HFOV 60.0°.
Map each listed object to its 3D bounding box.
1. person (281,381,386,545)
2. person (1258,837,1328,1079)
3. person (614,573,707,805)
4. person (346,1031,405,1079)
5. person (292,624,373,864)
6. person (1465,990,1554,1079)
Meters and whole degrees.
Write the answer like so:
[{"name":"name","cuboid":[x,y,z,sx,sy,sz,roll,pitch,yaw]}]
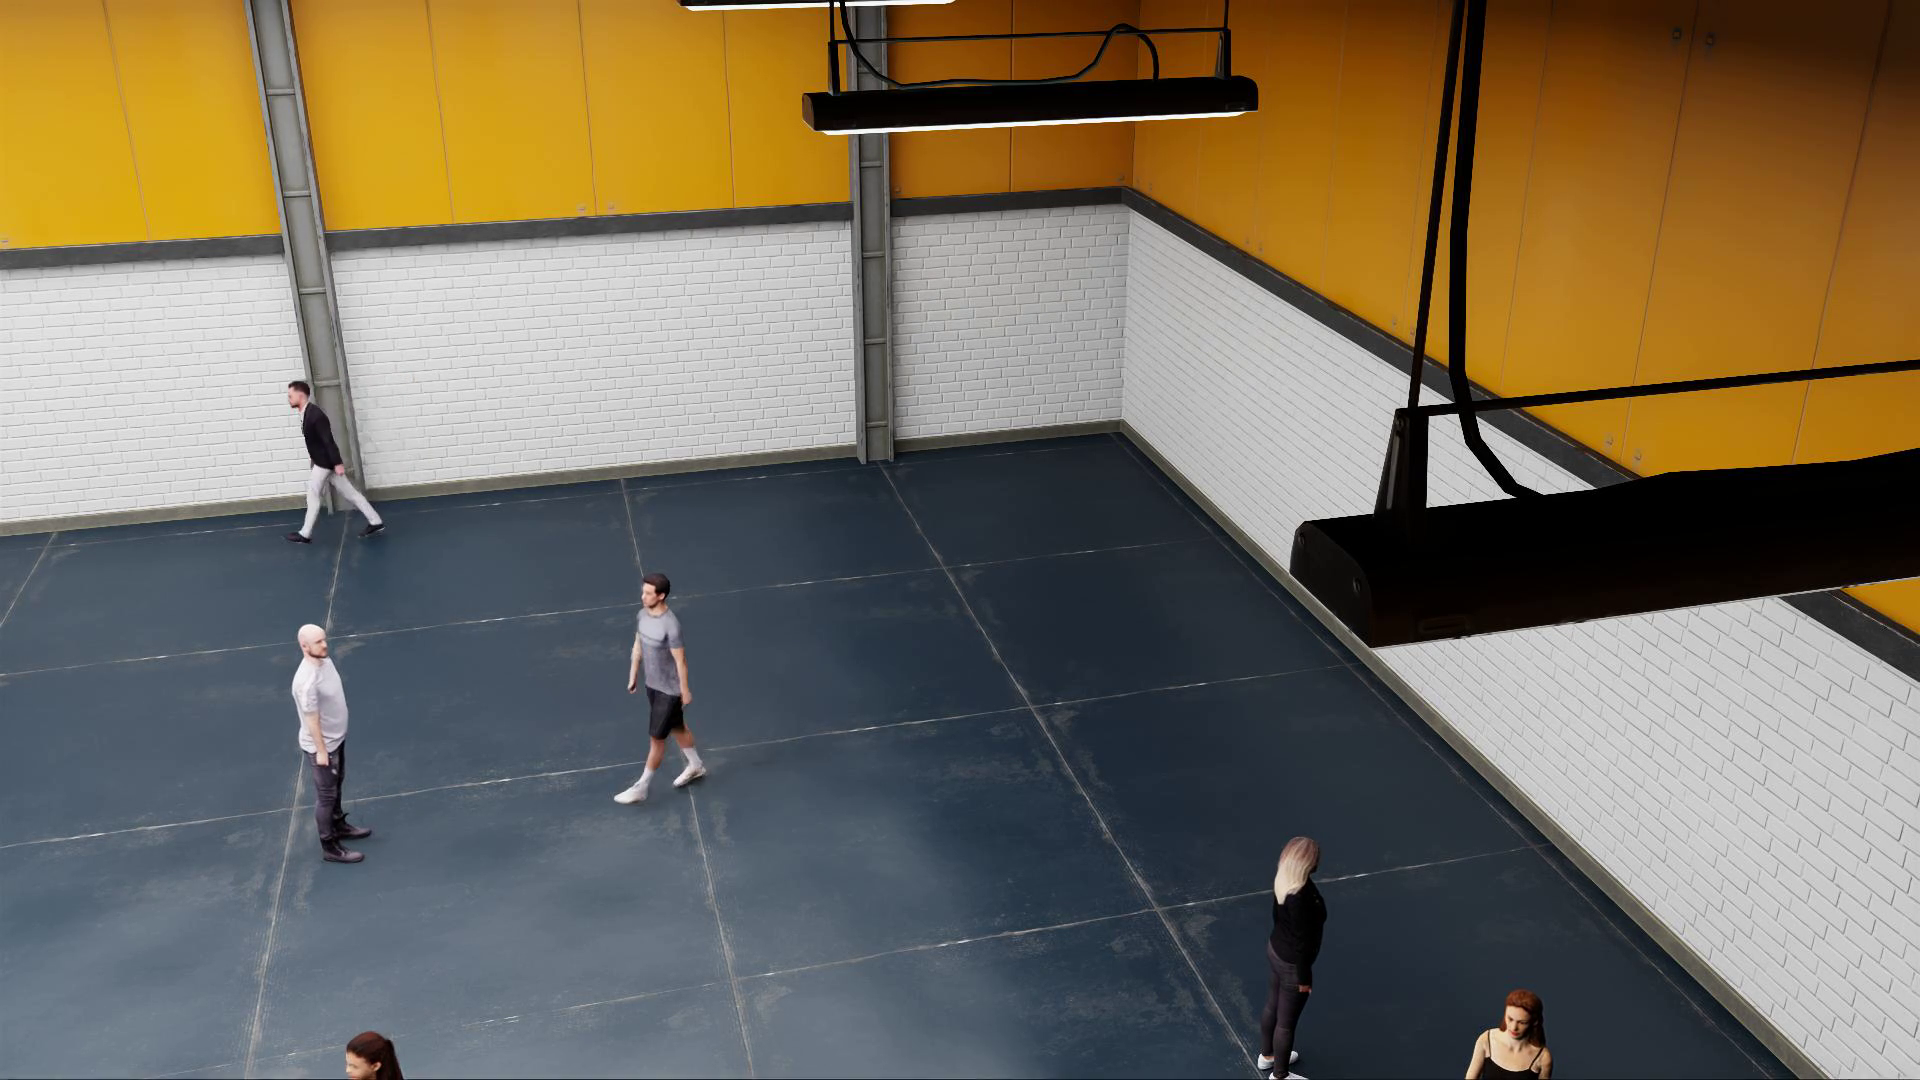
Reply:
[{"name":"person","cuboid":[-6.465,-0.779,17.249,1.287,1.765,0.791,-12,26,-25]},{"name":"person","cuboid":[1.946,2.496,9.854,0.577,1.688,0.636,-3,24,-6]},{"name":"person","cuboid":[-2.196,1.099,12.857,1.188,1.843,0.958,-18,29,-35]},{"name":"person","cuboid":[-2.924,3.151,8.525,0.690,1.553,0.632,-15,28,-31]},{"name":"person","cuboid":[-4.614,1.447,12.074,0.638,1.831,0.688,-2,24,-5]},{"name":"person","cuboid":[2.842,3.035,8.698,0.679,1.625,0.747,11,26,23]}]
